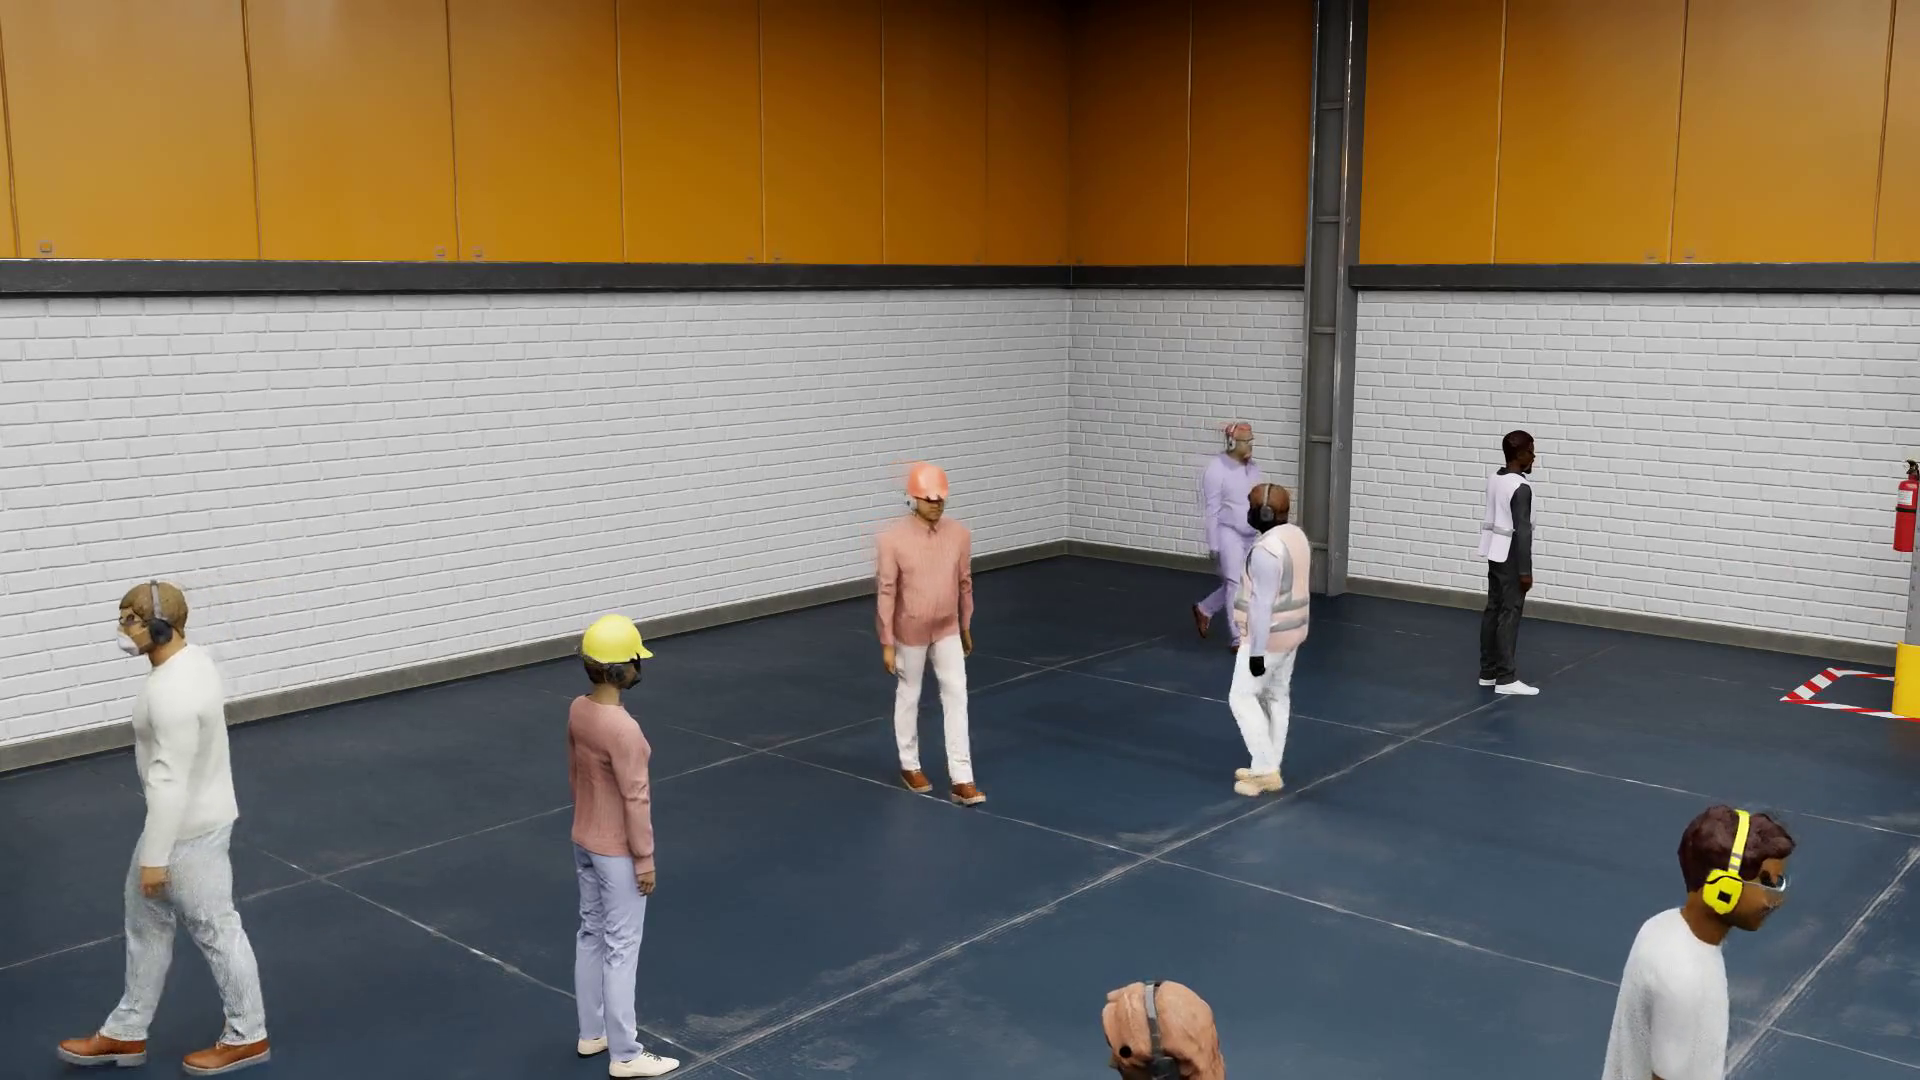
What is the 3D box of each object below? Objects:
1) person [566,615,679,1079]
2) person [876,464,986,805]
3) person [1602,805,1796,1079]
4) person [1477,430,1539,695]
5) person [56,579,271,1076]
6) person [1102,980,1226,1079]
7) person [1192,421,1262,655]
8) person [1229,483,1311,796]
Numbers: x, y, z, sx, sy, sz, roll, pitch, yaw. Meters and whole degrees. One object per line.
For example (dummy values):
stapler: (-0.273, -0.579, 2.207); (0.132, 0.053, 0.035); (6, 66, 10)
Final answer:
person: (-1.301, 1.156, 6.317); (0.311, 1.768, 0.532); (-7, 11, -37)
person: (-0.148, 0.551, 9.498); (0.657, 1.956, 0.903); (-4, 10, -25)
person: (1.725, 1.499, 4.041); (0.545, 1.825, 0.726); (4, 10, 26)
person: (3.990, 0.158, 12.107); (0.392, 1.920, 0.593); (-1, 9, -6)
person: (-3.052, 1.101, 6.211); (0.838, 1.909, 0.658); (-4, 10, -23)
person: (0.425, 1.681, 3.420); (0.310, 1.640, 0.514); (0, 9, 2)
person: (2.169, -0.024, 13.362); (0.650, 1.884, 0.740); (-9, 13, -44)
person: (1.816, 0.576, 9.743); (0.428, 1.838, 0.648); (6, 11, 33)
